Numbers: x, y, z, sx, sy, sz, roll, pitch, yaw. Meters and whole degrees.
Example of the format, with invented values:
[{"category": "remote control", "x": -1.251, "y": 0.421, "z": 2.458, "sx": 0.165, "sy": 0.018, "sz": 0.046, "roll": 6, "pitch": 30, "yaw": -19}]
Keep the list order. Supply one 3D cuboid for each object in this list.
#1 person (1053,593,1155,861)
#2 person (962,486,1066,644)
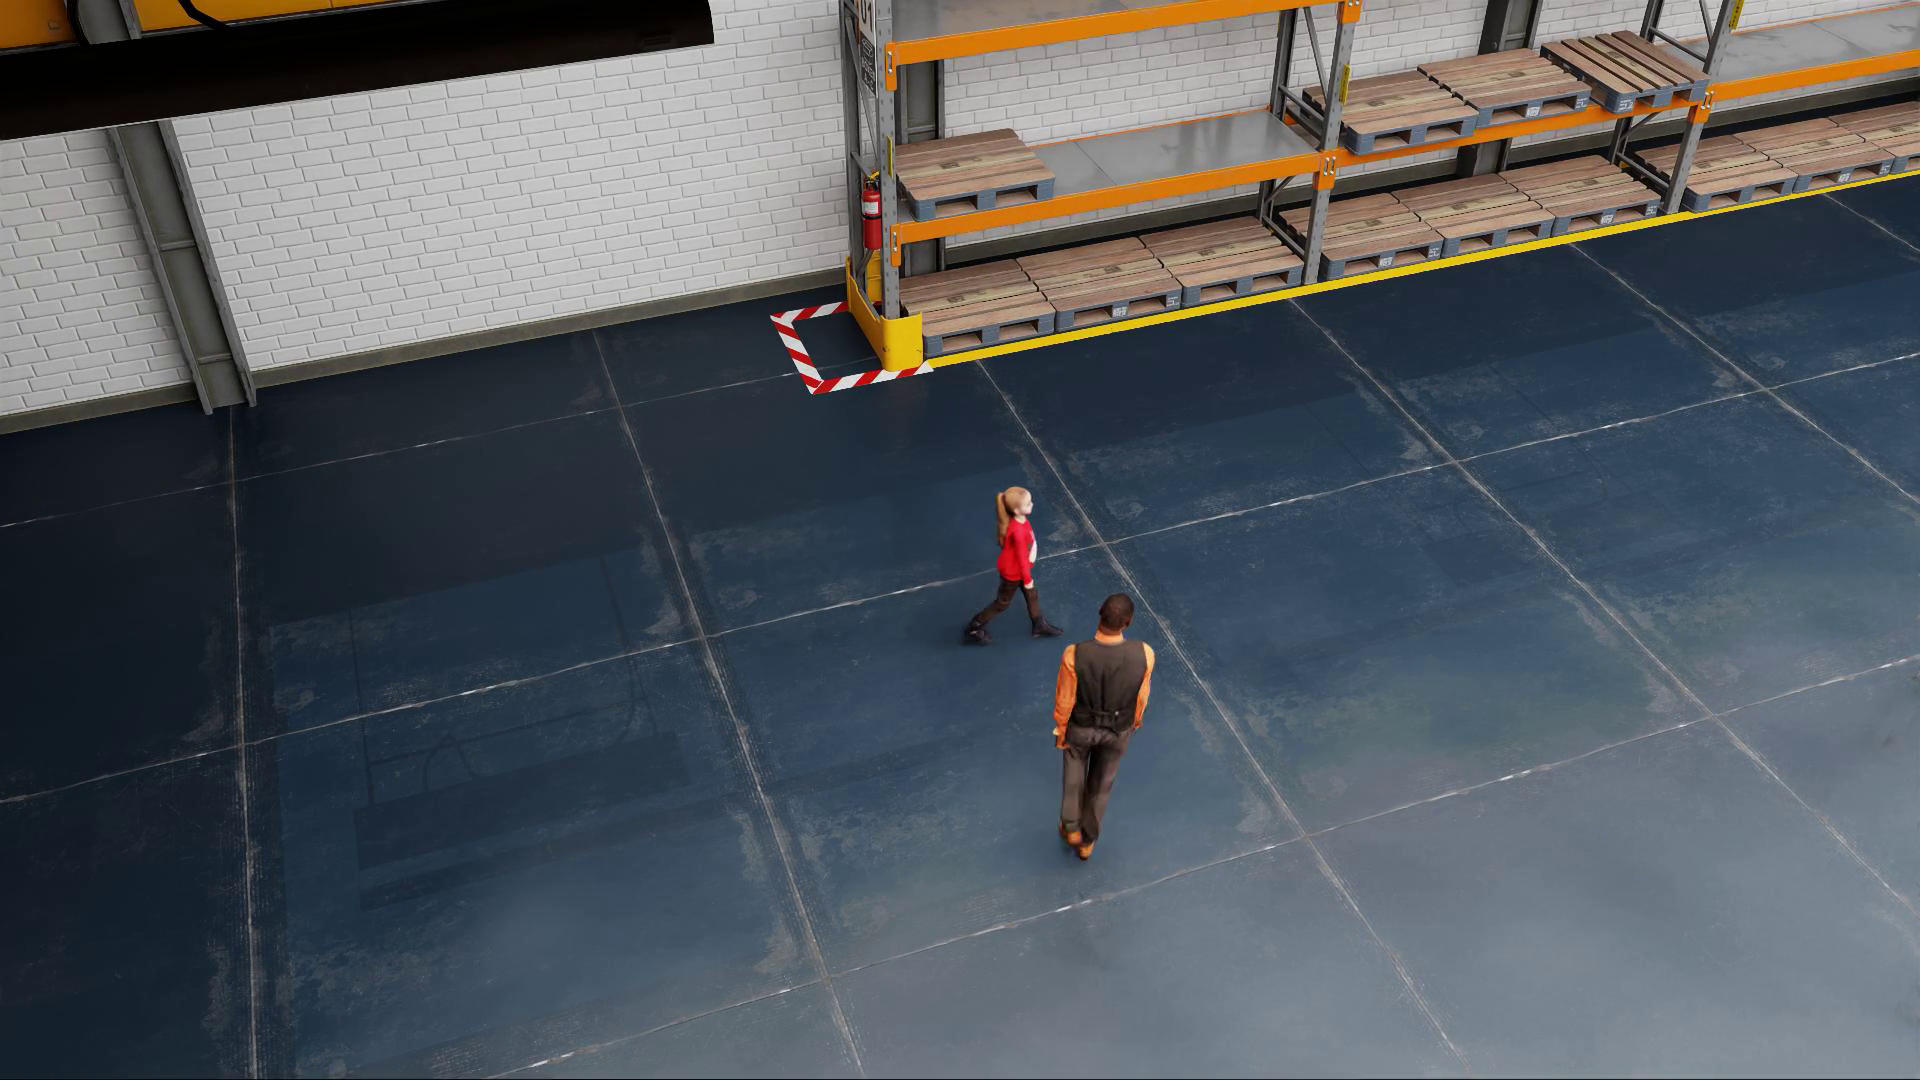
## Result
[{"category": "person", "x": 0.793, "y": 1.126, "z": 9.321, "sx": 0.763, "sy": 1.887, "sz": 0.868, "roll": 1, "pitch": 39, "yaw": 1}, {"category": "person", "x": 0.306, "y": 0.199, "z": 10.986, "sx": 0.978, "sy": 1.257, "sz": 0.705, "roll": 0, "pitch": 39, "yaw": 0}]
